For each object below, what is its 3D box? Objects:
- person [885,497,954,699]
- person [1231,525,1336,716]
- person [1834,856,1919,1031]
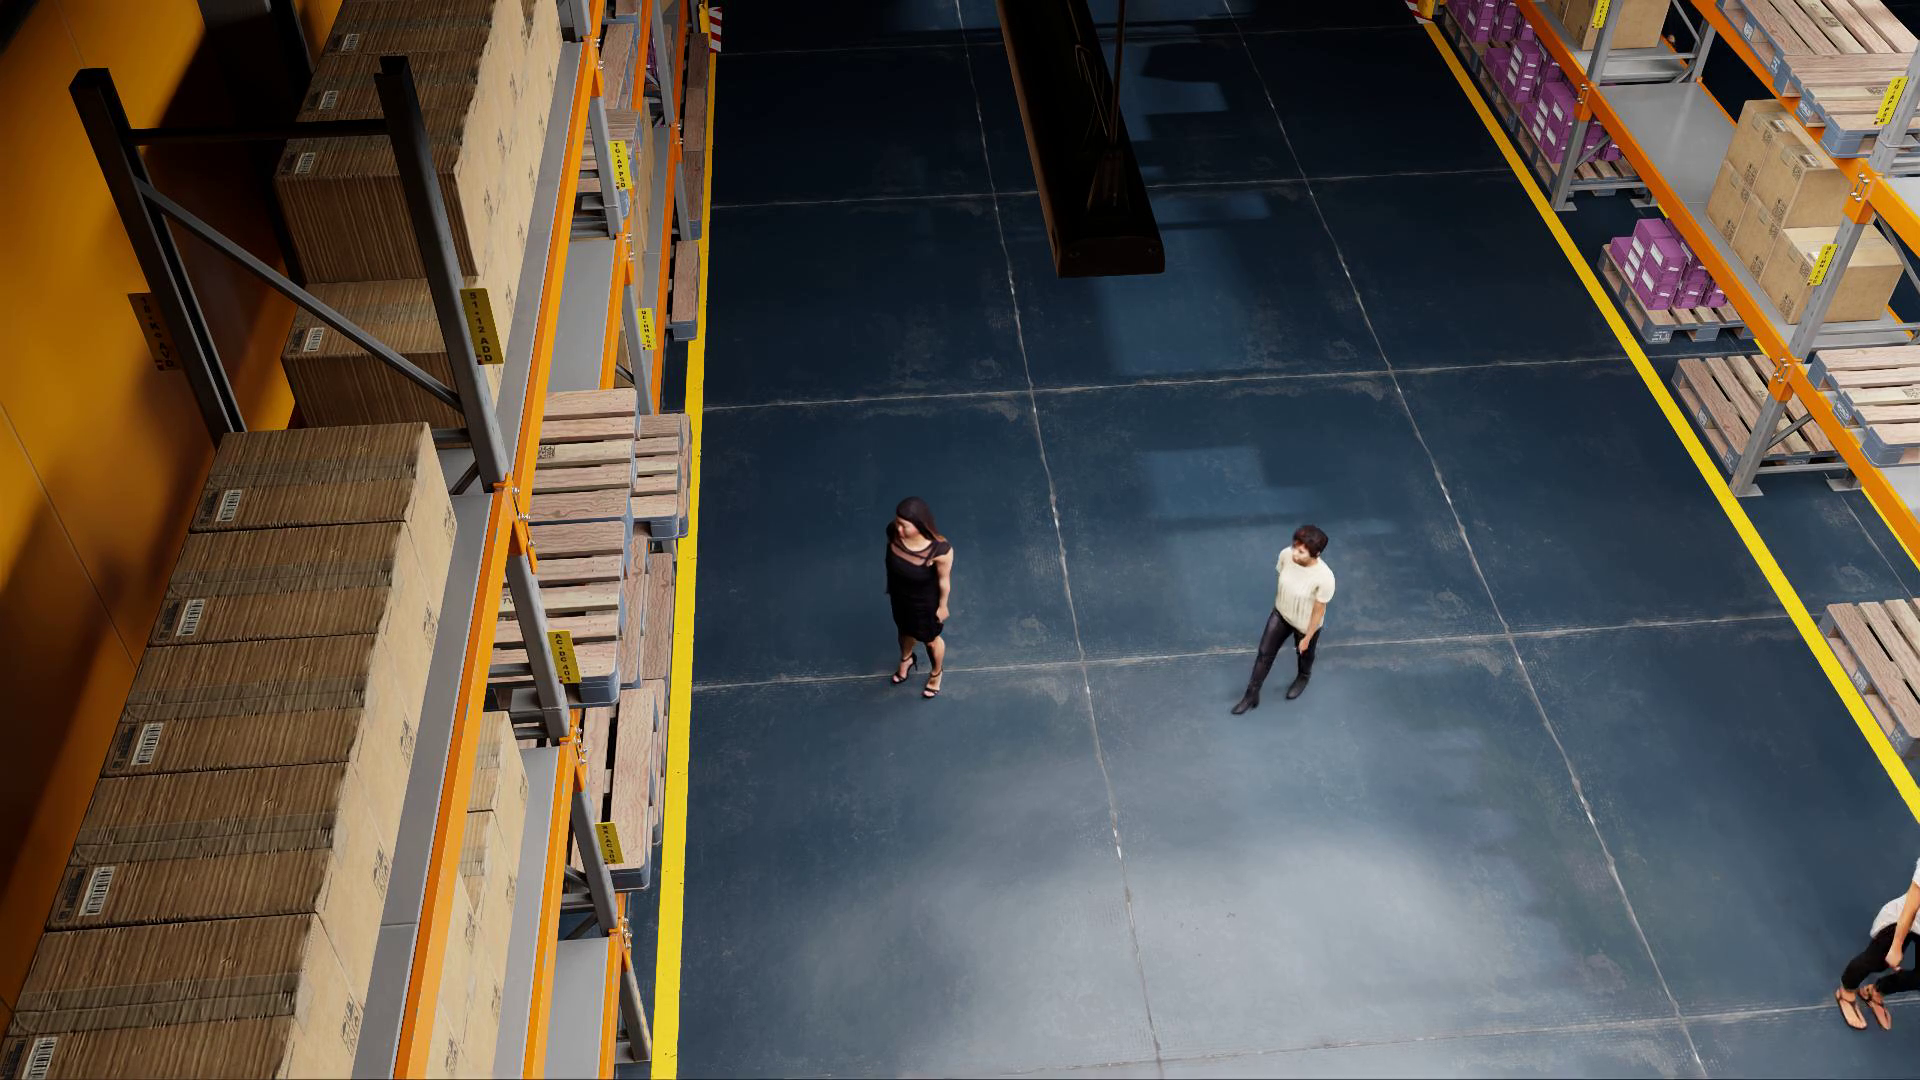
[{"bbox_3d":[-0.270,0.365,10.684,0.754,1.717,0.804,27,50,25],"label":"person"},{"bbox_3d":[2.220,0.473,10.681,0.938,1.564,0.928,-31,52,-28],"label":"person"},{"bbox_3d":[5.040,1.992,8.906,0.637,1.814,0.645,-8,44,-9],"label":"person"}]
